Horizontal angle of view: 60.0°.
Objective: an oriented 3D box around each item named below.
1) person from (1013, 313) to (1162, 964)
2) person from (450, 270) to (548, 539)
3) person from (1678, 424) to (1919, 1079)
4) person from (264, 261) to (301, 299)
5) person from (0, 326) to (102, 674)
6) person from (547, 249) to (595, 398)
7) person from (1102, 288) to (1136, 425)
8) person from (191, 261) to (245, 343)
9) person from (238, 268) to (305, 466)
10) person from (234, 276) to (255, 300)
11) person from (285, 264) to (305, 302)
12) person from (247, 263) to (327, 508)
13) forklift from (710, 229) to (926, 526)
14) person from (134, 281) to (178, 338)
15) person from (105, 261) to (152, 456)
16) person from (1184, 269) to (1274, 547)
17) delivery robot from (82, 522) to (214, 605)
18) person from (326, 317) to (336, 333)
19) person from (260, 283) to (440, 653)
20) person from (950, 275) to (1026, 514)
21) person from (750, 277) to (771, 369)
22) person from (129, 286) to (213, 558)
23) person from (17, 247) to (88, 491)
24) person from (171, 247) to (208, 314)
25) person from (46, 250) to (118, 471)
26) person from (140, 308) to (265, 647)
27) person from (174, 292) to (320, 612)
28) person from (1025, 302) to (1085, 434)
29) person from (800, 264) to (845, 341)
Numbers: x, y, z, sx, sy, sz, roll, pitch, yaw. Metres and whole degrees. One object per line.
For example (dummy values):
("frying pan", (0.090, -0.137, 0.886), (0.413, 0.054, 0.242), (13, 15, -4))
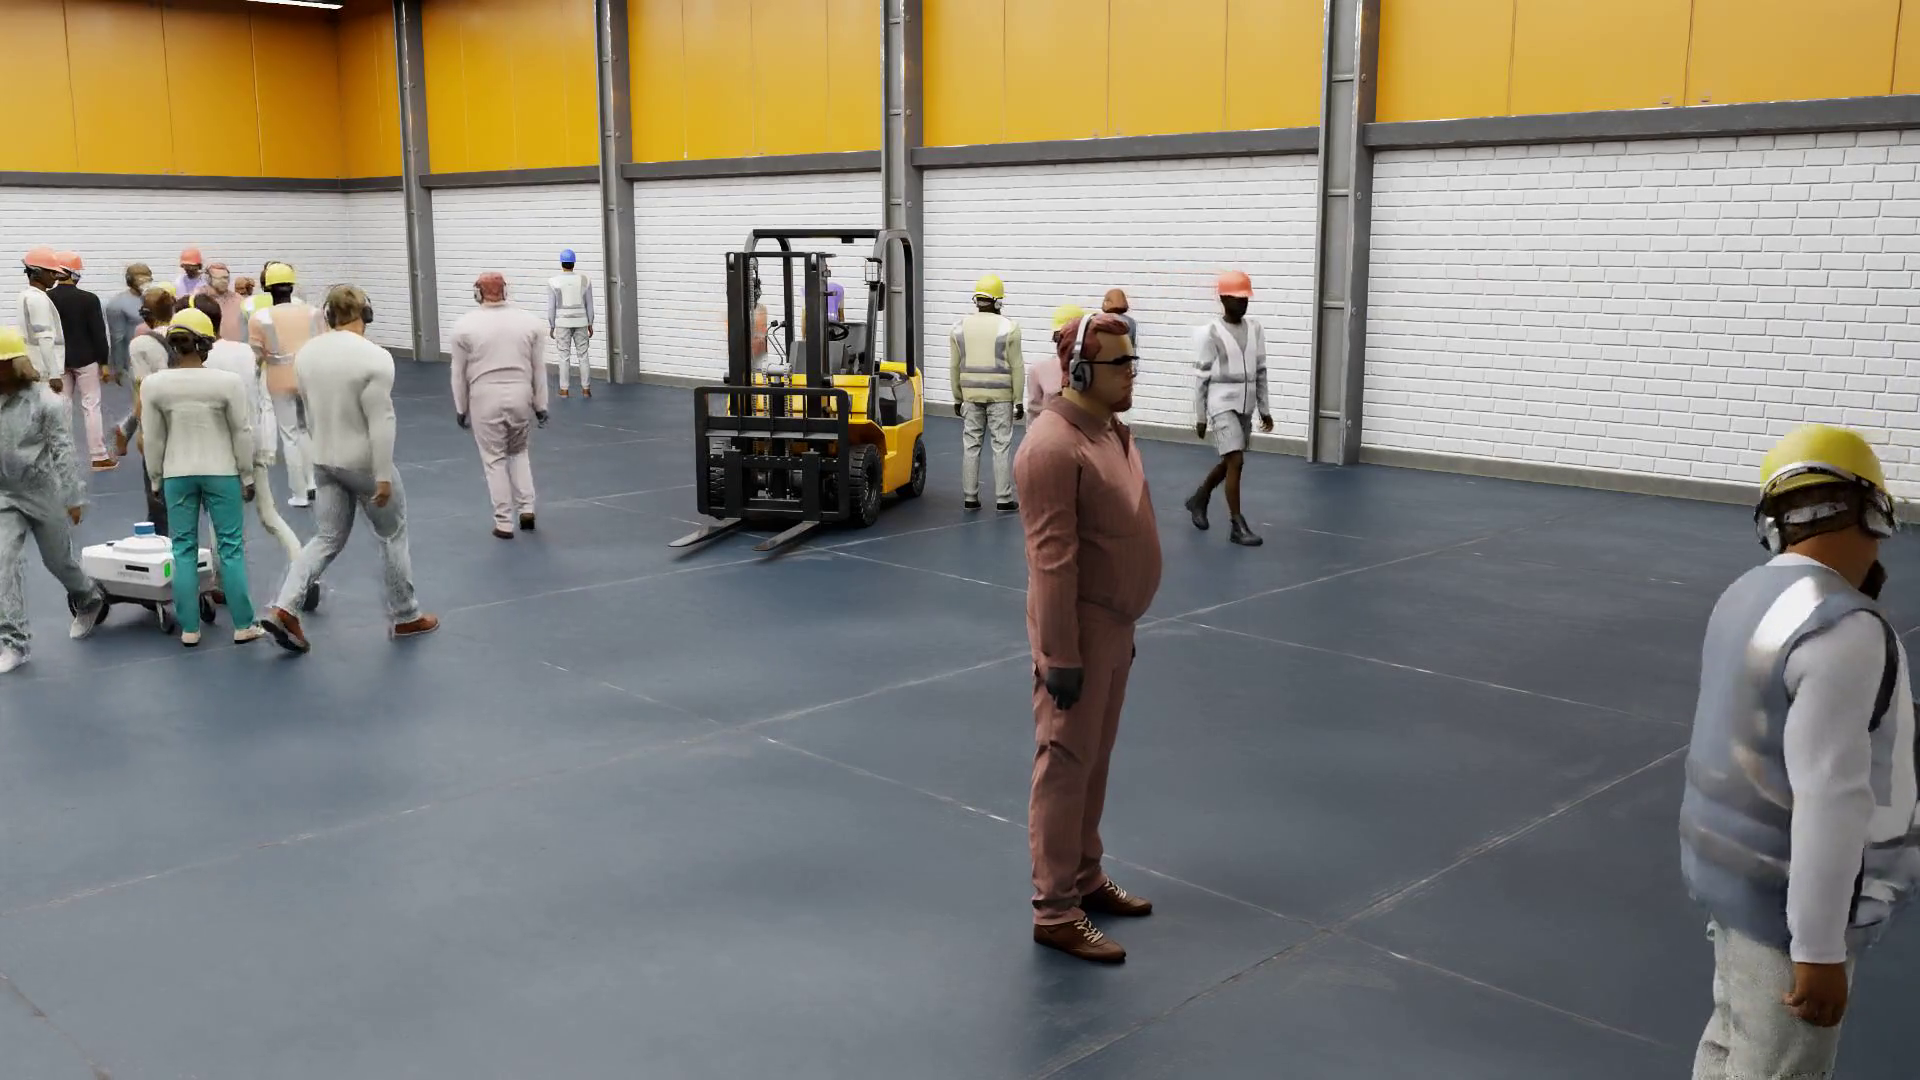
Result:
("person", (0.399, 0.279, 4.991), (0.407, 1.908, 0.641), (4, 11, 20))
("person", (-3.269, -0.954, 11.774), (0.647, 1.884, 0.510), (-7, 12, -32))
("person", (1.571, 0.689, 3.126), (0.406, 1.780, 0.677), (2, 11, 12))
("person", (-7.322, -2.062, 17.876), (0.629, 1.852, 0.525), (5, 12, 26))
("person", (-4.657, -0.240, 8.392), (0.493, 1.706, 0.808), (-1, 10, -4))
("person", (-5.108, -2.835, 21.855), (0.603, 1.949, 0.384), (-4, 11, -21))
("person", (1.491, -1.630, 16.184), (0.514, 1.621, 0.344), (-7, 13, -35))
("person", (-7.228, -1.760, 16.181), (0.552, 1.885, 0.645), (6, 12, 29))
("person", (-6.334, -1.607, 15.463), (0.632, 1.837, 0.429), (-3, 11, -18))
("person", (-8.599, -2.354, 20.084), (0.516, 1.636, 0.314), (1, 10, 6))
("person", (-11.645, -3.975, 28.934), (0.498, 1.633, 0.284), (-5, 12, -25))
("person", (-5.264, -1.206, 13.063), (0.621, 1.907, 0.462), (-9, 14, -41))
("forklift", (-1.050, -1.319, 12.920), (1.214, 2.155, 2.313), (2, 11, 13))
("person", (-6.575, -1.277, 13.905), (0.530, 1.752, 0.554), (-7, 12, -32))
("person", (-7.661, -1.636, 15.472), (0.856, 1.906, 0.628), (5, 12, 26))
("person", (1.861, -0.952, 11.712), (0.546, 1.907, 0.914), (-6, 12, -30))
("delivery robot", (-4.465, 0.146, 9.146), (0.707, 0.478, 0.477), (5, 11, 24))
("person", (-6.009, -1.659, 16.368), (0.829, 1.588, 0.626), (2, 11, 10))
("person", (-3.195, -0.368, 8.568), (0.634, 1.900, 0.891), (4, 11, 23))
("person", (0.223, -1.111, 12.767), (0.600, 1.831, 0.404), (4, 11, 21))
("person", (-2.291, -2.055, 18.336), (0.364, 1.688, 0.534), (9, 14, 40))
("person", (-5.152, -0.761, 10.966), (0.854, 1.810, 0.518), (7, 12, 32))
("person", (-7.606, -1.416, 13.885), (0.391, 2.033, 0.605), (-8, 13, -39))
("person", (-9.327, -2.570, 20.328), (0.608, 1.982, 0.961), (2, 11, 12))
("person", (-8.003, -1.609, 15.045), (0.612, 1.995, 0.382), (-1, 10, -3))
("person", (-3.944, -0.319, 8.659), (0.525, 1.759, 0.337), (-2, 11, -10))
("person", (-4.035, -0.482, 9.364), (0.881, 1.830, 0.565), (5, 11, 24))
("person", (0.657, -0.533, 9.855), (0.529, 1.749, 0.641), (2, 11, 12))
("person", (-1.652, -2.445, 20.032), (0.563, 1.838, 0.393), (-5, 11, -23))
